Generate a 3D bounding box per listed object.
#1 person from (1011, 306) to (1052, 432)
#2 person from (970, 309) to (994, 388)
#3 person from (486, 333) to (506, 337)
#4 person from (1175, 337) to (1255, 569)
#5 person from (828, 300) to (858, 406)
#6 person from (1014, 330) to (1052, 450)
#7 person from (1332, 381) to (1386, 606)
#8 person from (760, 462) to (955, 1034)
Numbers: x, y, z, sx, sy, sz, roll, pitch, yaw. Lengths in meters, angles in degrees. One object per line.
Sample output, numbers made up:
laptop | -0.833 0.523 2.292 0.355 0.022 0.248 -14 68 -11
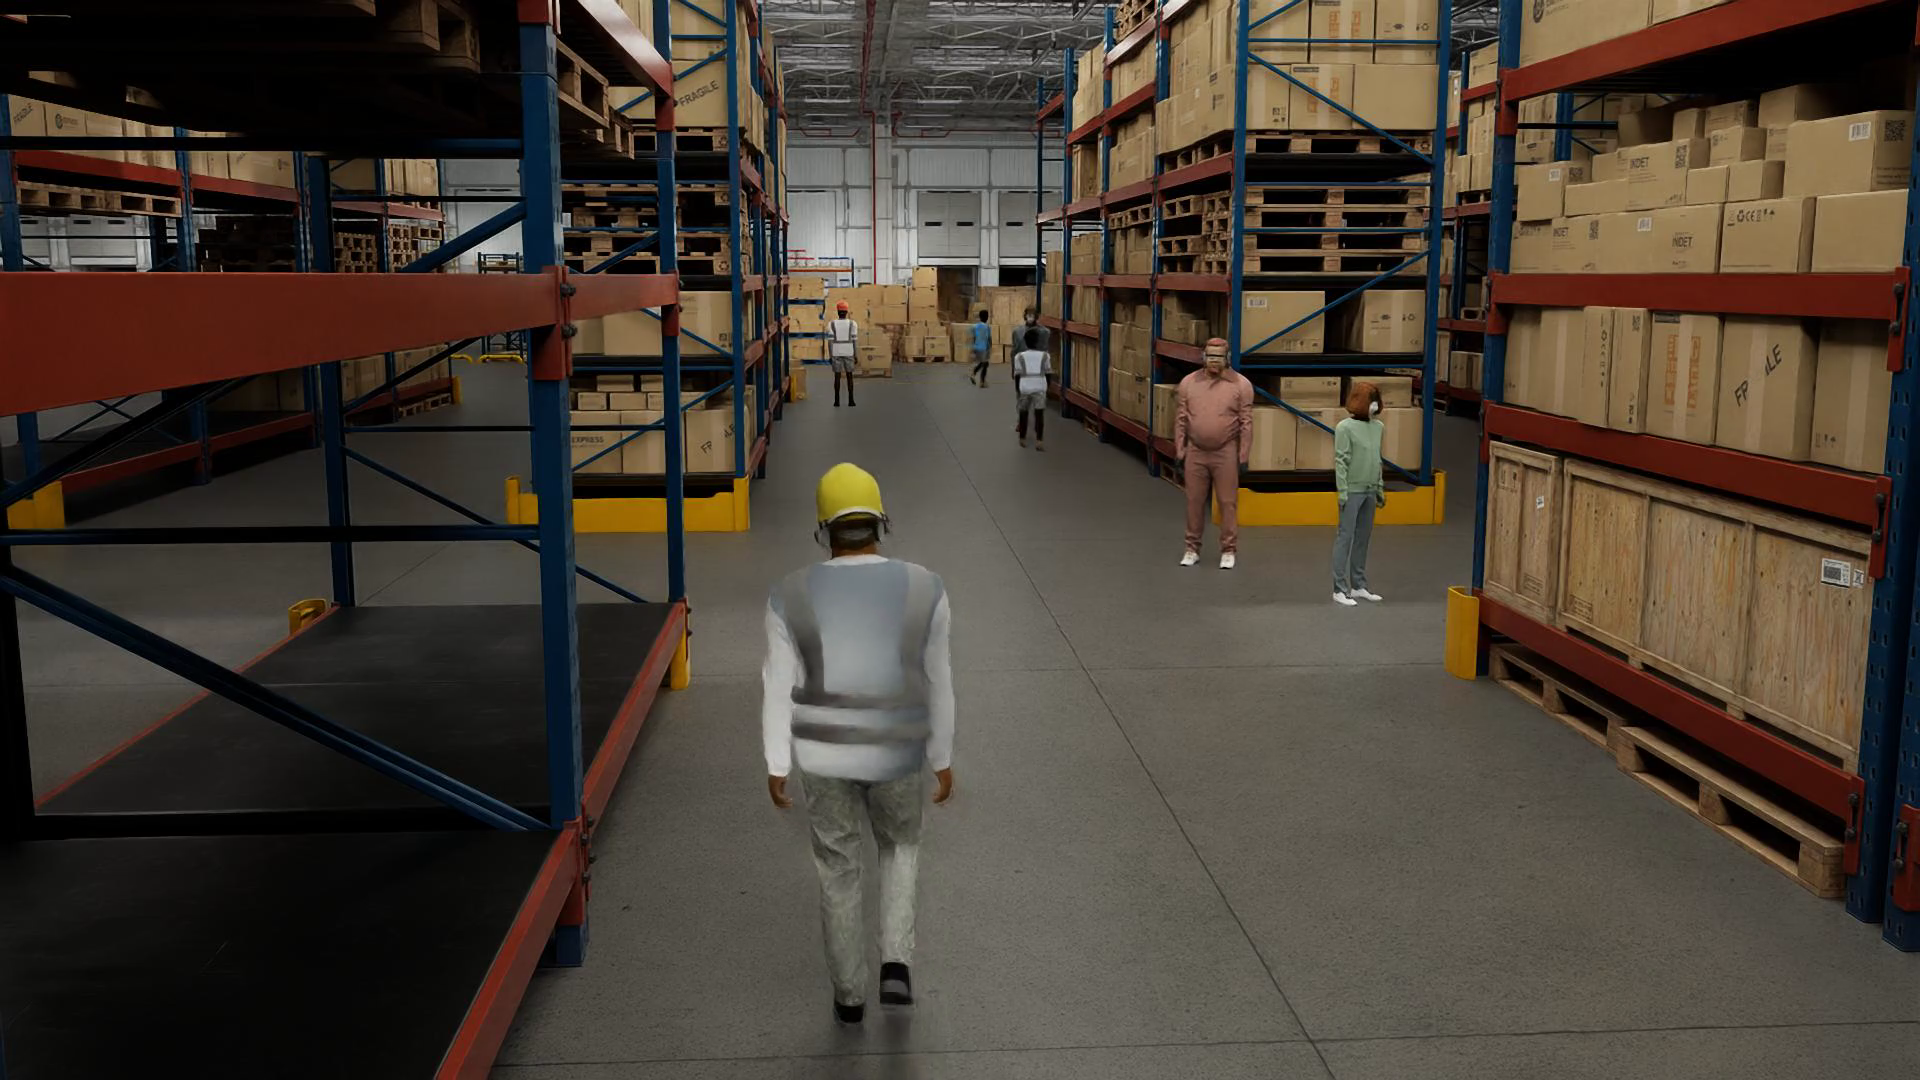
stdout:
person | 1.104 -2.626 25.604 0.669 1.932 0.366 2 9 12
person | 0.489 -4.098 35.604 0.374 1.680 0.531 -7 11 -36
person | -18.165 -8.807 64.854 0.977 1.789 0.618 6 11 31
person | 2.079 -0.711 13.671 0.648 1.898 0.395 4 10 23
person | -2.142 -3.414 30.503 0.552 1.942 0.343 0 9 -2
person | 1.010 -2.070 22.975 0.536 1.653 0.884 -1 9 -4
person | 2.926 -0.342 12.172 0.499 1.636 0.286 -7 12 -38
person | -0.329 0.662 5.293 0.613 1.815 0.426 -1 9 -7
